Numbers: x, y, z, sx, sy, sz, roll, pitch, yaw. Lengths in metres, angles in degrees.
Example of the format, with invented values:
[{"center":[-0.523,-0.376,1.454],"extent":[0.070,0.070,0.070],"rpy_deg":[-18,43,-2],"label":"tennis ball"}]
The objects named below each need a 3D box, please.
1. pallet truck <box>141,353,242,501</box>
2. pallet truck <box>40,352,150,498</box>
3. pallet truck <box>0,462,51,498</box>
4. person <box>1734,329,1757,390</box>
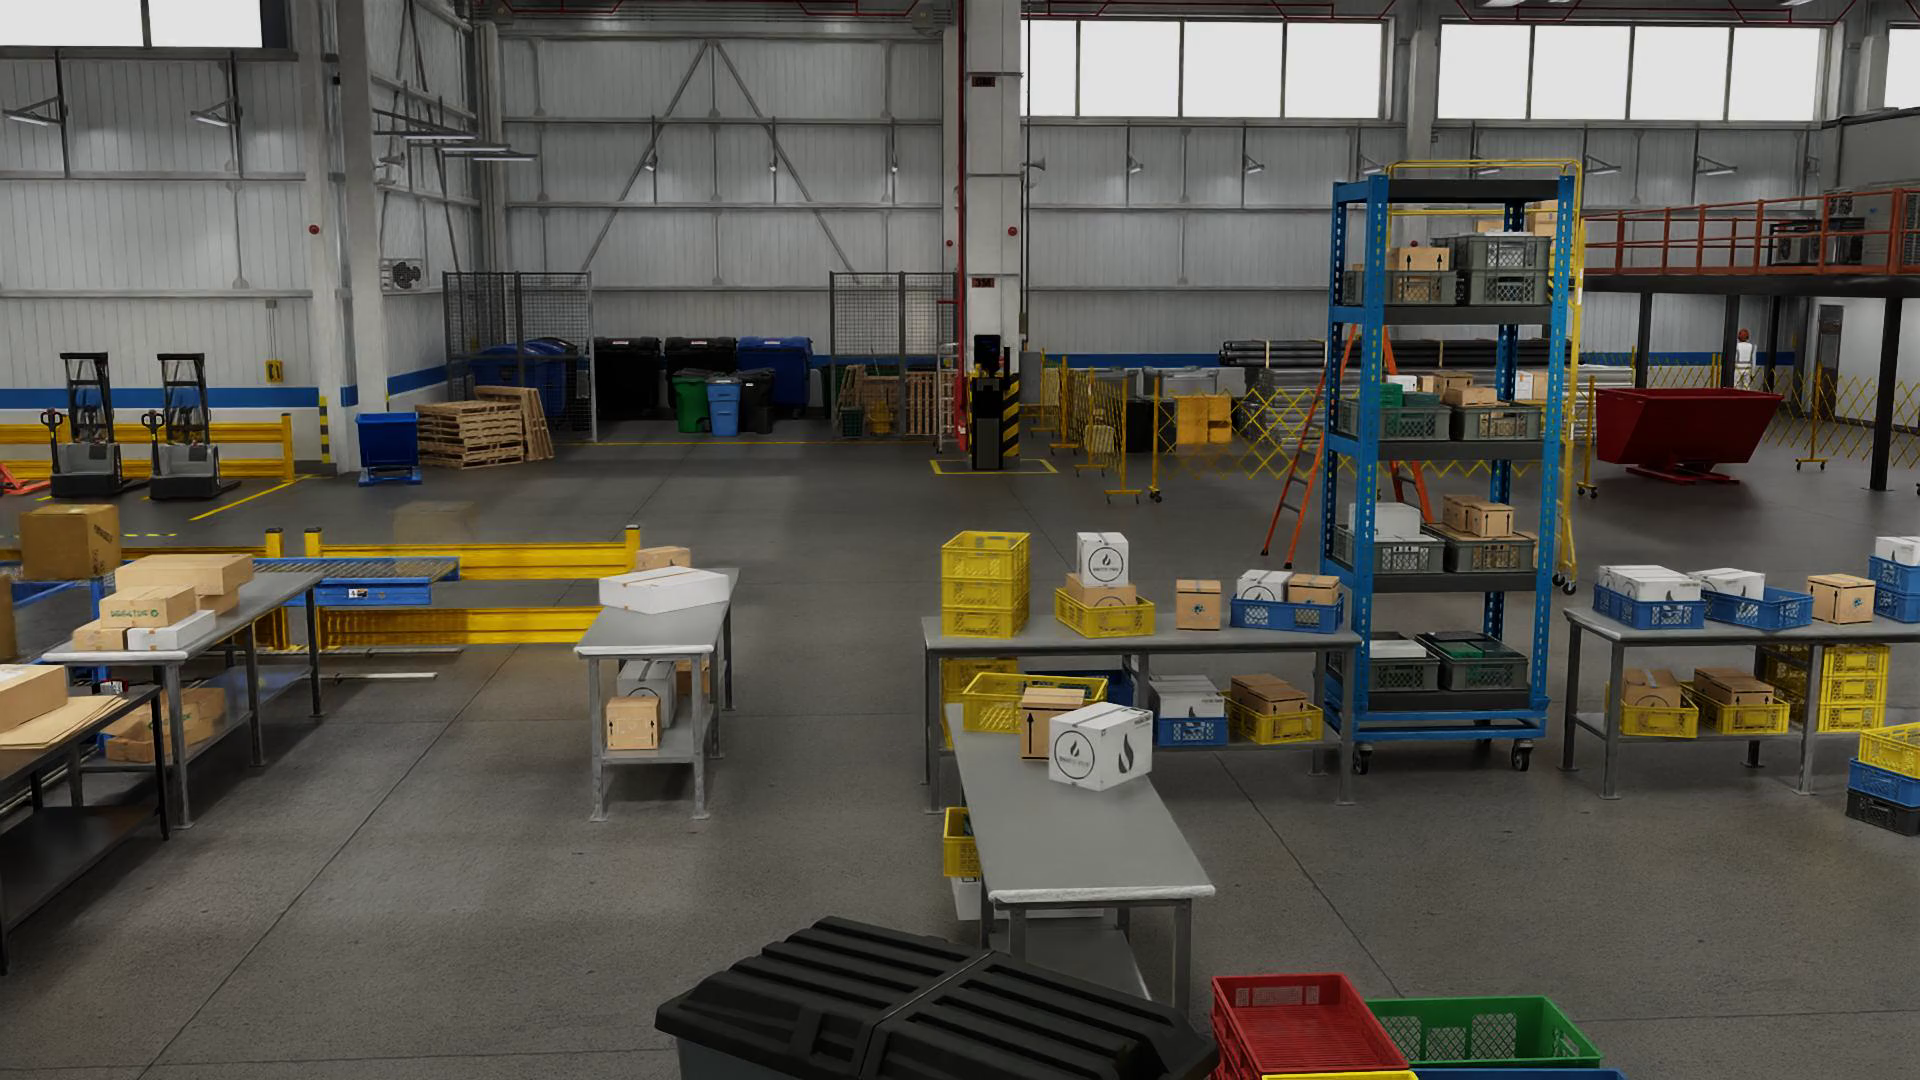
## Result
[{"center":[-10.520,-1.604,22.925],"extent":[0.823,1.965,1.885],"rpy_deg":[-1,9,-6],"label":"pallet truck"},{"center":[-11.907,-1.642,23.165],"extent":[0.823,1.965,1.885],"rpy_deg":[0,9,0],"label":"pallet truck"},{"center":[-13.193,-1.293,23.148],"extent":[0.653,1.274,1.630],"rpy_deg":[-1,9,-4],"label":"pallet truck"},{"center":[16.674,-3.552,35.511],"extent":[0.586,1.882,0.341],"rpy_deg":[0,9,0],"label":"person"}]
